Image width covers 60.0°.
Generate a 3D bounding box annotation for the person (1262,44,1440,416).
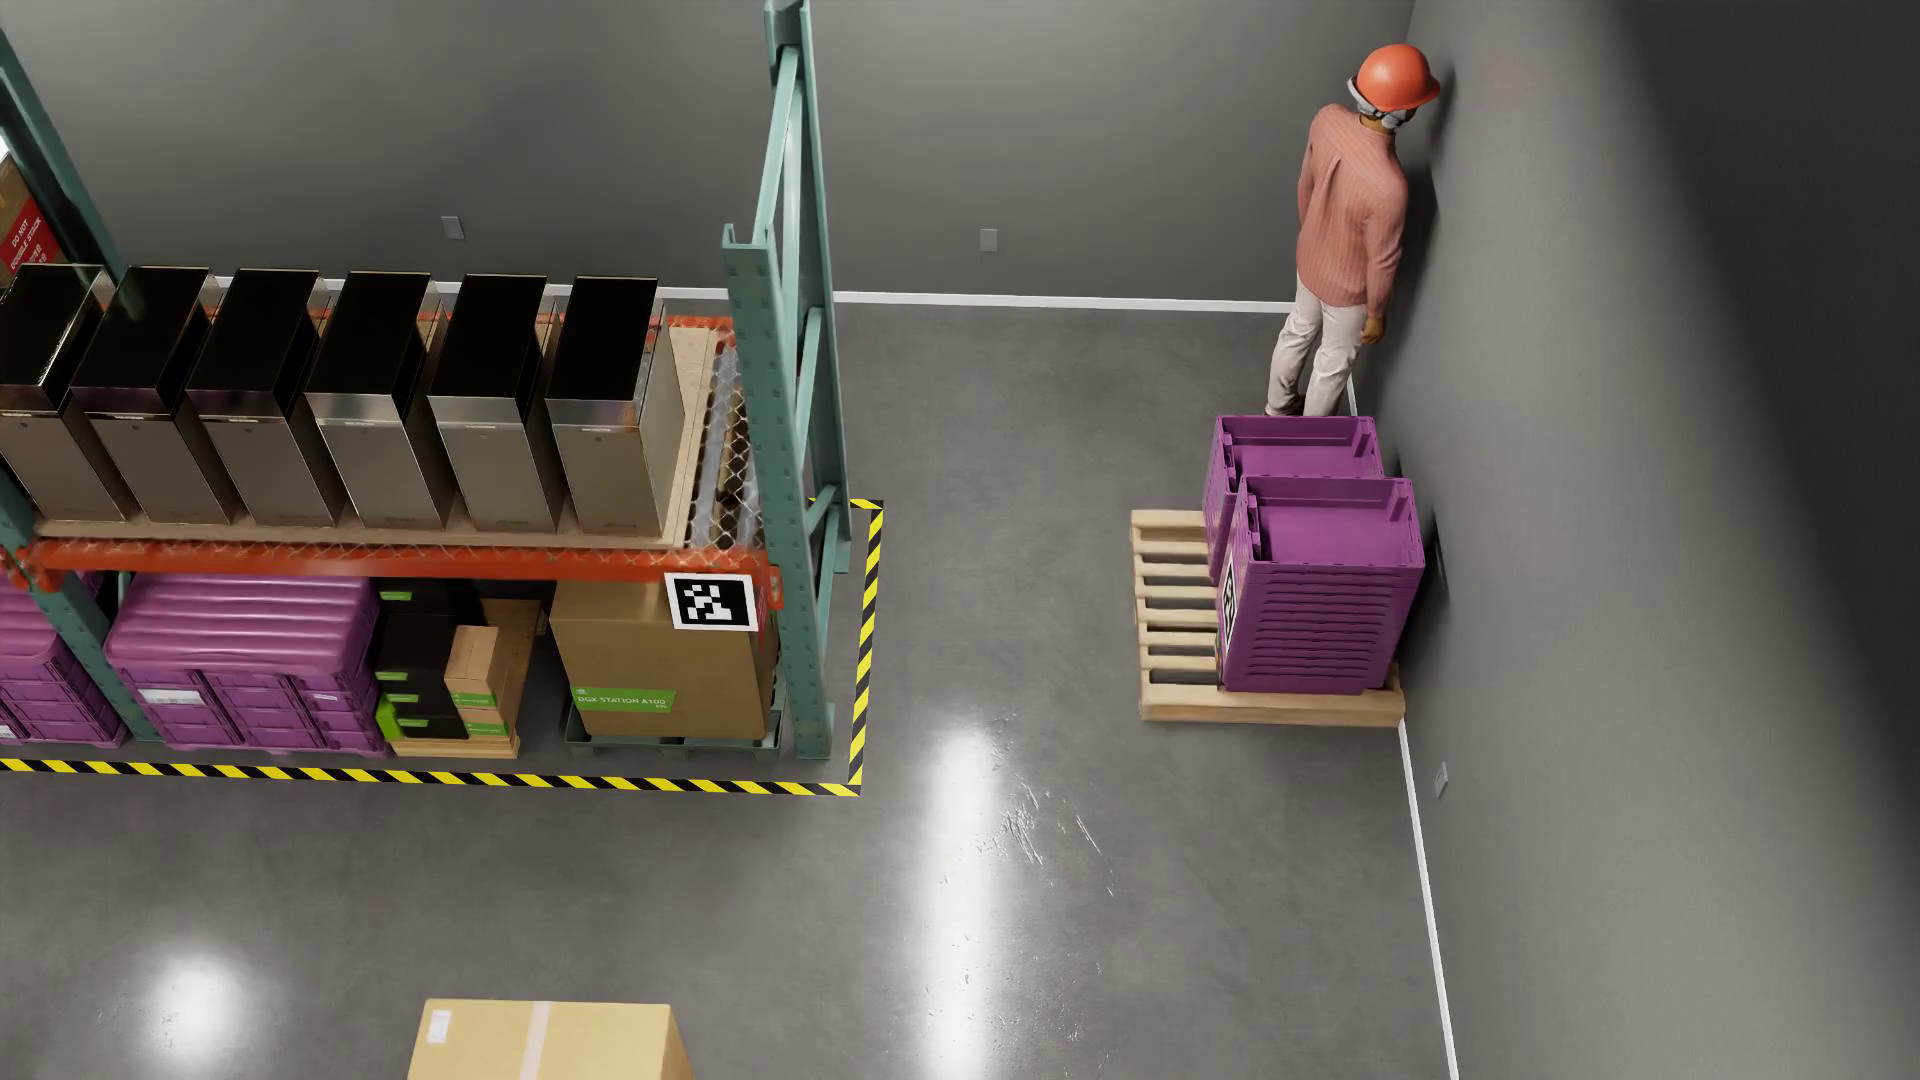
[{"bbox_3d":[1.506,-1.062,6.492,0.379,1.996,0.609,-17,54,-13],"label":"person"}]
